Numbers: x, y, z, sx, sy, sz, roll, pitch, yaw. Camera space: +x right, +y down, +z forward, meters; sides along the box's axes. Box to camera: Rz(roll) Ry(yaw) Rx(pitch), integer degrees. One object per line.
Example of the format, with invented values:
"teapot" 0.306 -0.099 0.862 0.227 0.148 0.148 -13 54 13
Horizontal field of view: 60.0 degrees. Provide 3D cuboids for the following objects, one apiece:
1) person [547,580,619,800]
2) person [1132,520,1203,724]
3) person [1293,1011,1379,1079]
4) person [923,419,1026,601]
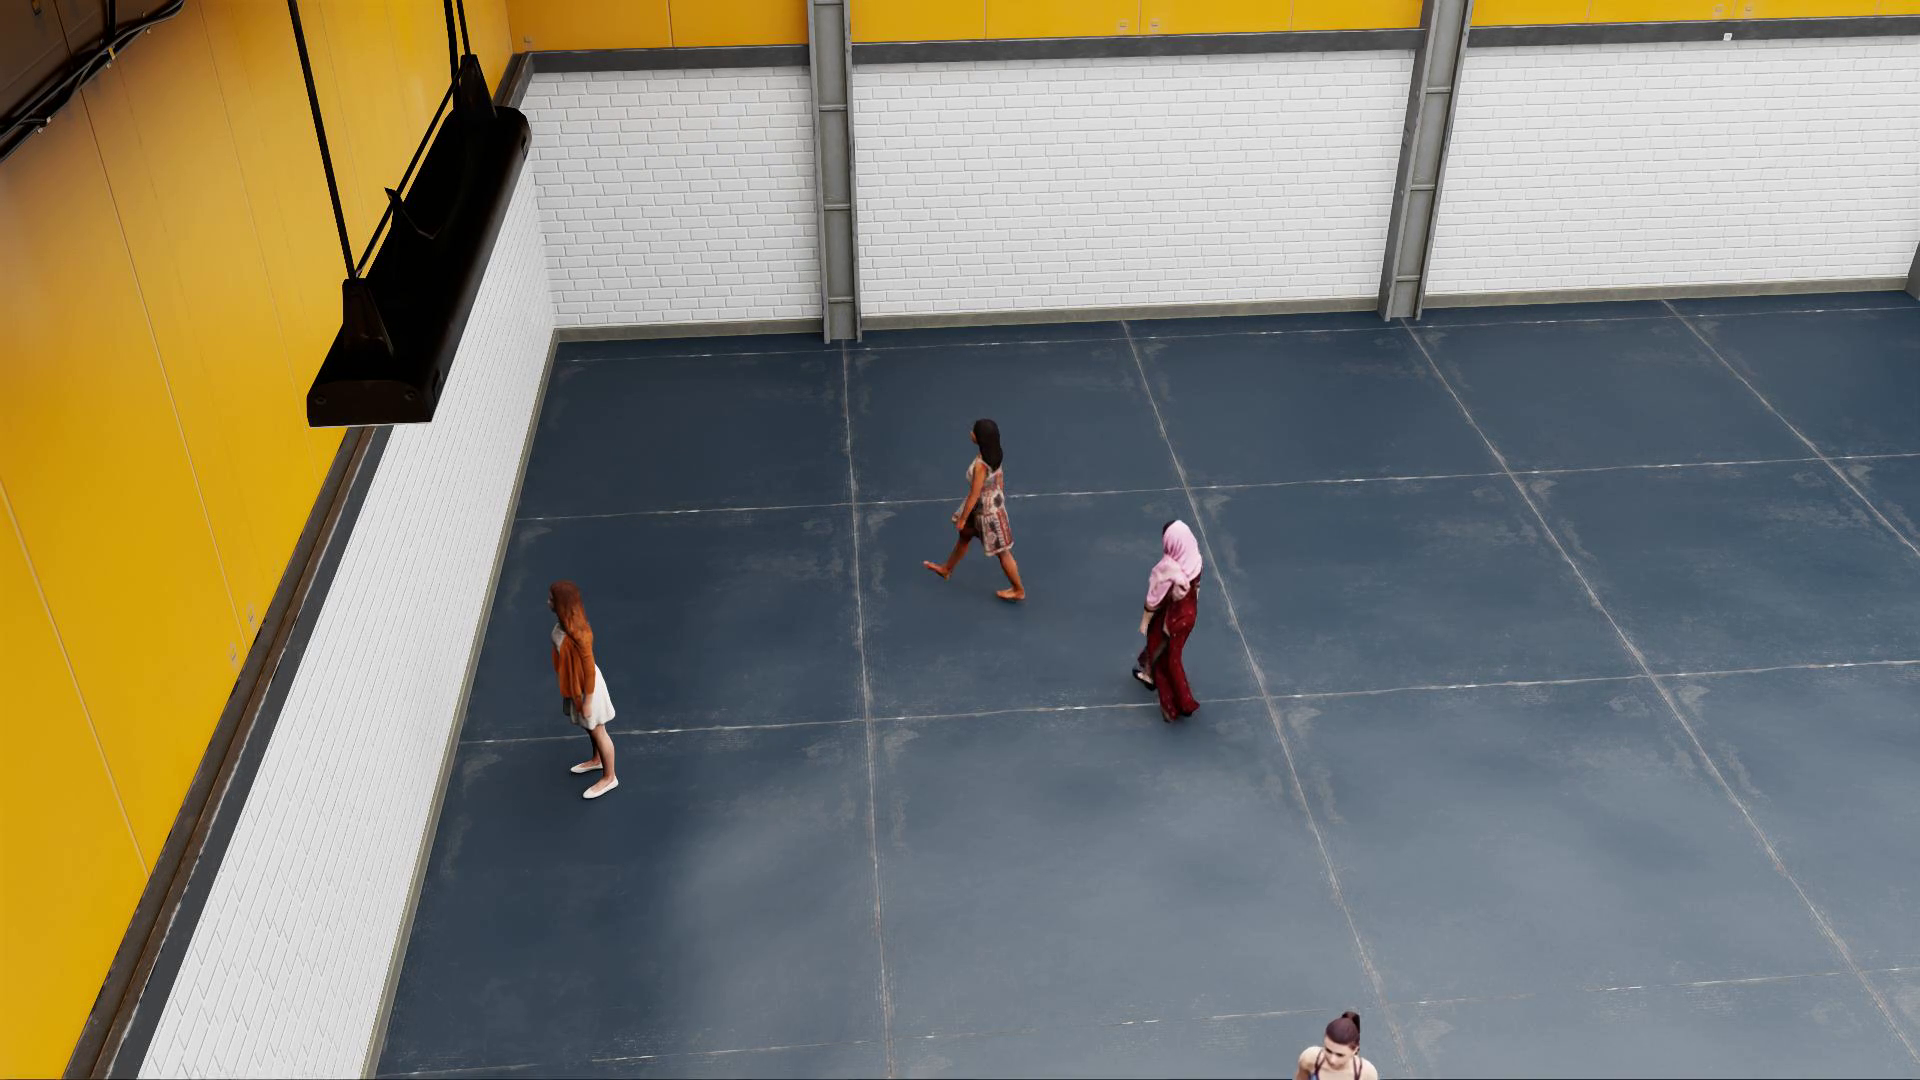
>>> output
"person" -2.543 0.976 11.276 0.683 1.723 0.686 -15 37 -22
"person" 1.559 0.586 11.955 1.007 1.619 1.021 -26 41 -33
"person" 1.884 2.952 8.416 0.760 1.598 0.798 14 36 20
"person" 0.297 -0.191 13.143 1.178 1.599 0.845 7 34 10
